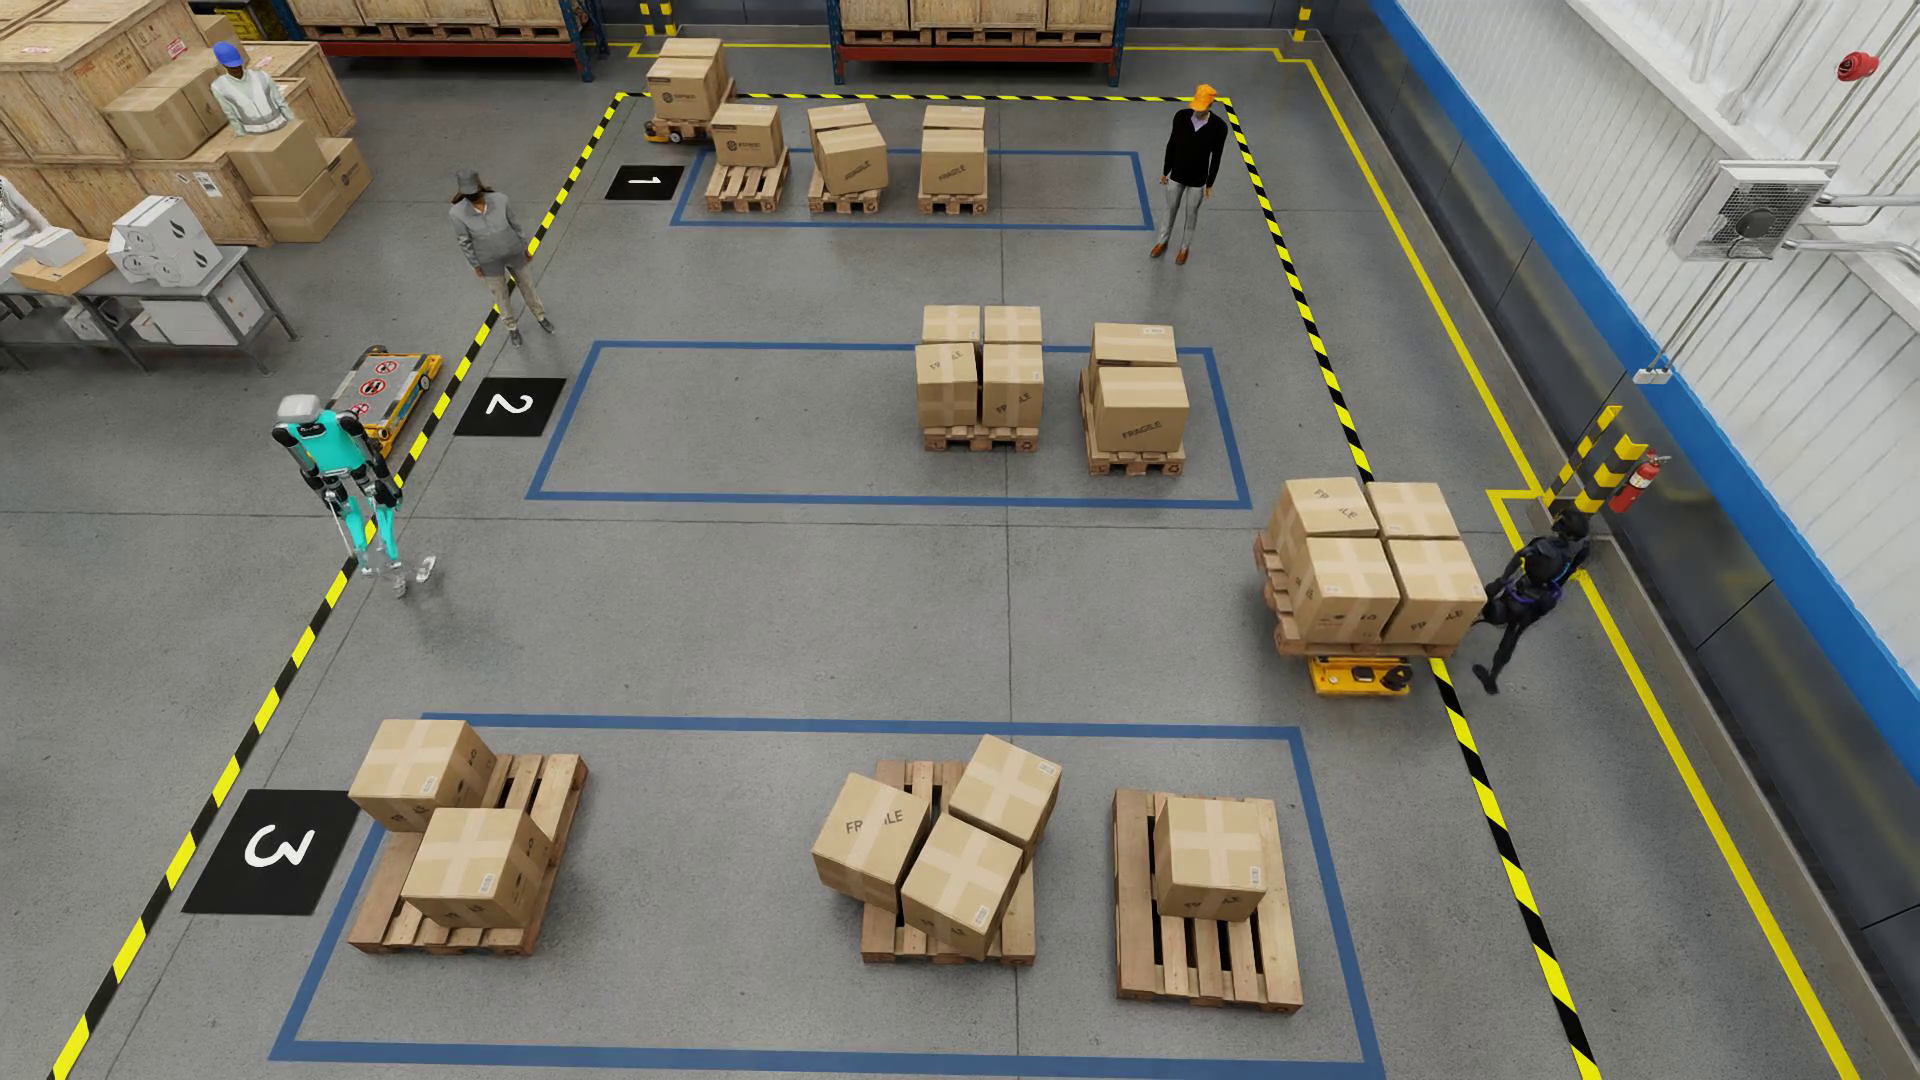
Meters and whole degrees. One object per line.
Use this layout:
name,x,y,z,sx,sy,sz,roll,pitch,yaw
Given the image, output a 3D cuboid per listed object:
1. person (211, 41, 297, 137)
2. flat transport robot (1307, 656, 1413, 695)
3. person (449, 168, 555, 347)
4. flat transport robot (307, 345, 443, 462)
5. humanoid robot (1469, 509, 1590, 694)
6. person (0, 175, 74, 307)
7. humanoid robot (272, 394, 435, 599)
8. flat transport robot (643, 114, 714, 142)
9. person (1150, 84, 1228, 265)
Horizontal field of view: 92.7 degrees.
person,-7.524,-4.427,10.022,0.602,1.939,0.411,-34,58,-25
flat transport robot,2.877,0.502,6.924,0.652,0.197,1.431,1,50,1
person,-4.335,-2.672,8.644,0.572,1.766,0.397,-30,56,-23
flat transport robot,-5.383,-1.269,8.441,0.659,0.231,1.431,1,50,1
humanoid robot,3.722,0.347,6.160,0.596,1.635,0.656,-8,50,-6
person,-8.976,-2.821,8.714,0.492,1.861,0.619,29,56,22
humanoid robot,-4.280,-0.143,6.534,0.539,1.797,0.800,-11,51,-9
flat transport robot,-3.343,-5.445,11.956,1.431,0.197,0.652,1,50,1
person,2.367,-3.768,9.501,0.584,1.879,0.379,24,54,19
